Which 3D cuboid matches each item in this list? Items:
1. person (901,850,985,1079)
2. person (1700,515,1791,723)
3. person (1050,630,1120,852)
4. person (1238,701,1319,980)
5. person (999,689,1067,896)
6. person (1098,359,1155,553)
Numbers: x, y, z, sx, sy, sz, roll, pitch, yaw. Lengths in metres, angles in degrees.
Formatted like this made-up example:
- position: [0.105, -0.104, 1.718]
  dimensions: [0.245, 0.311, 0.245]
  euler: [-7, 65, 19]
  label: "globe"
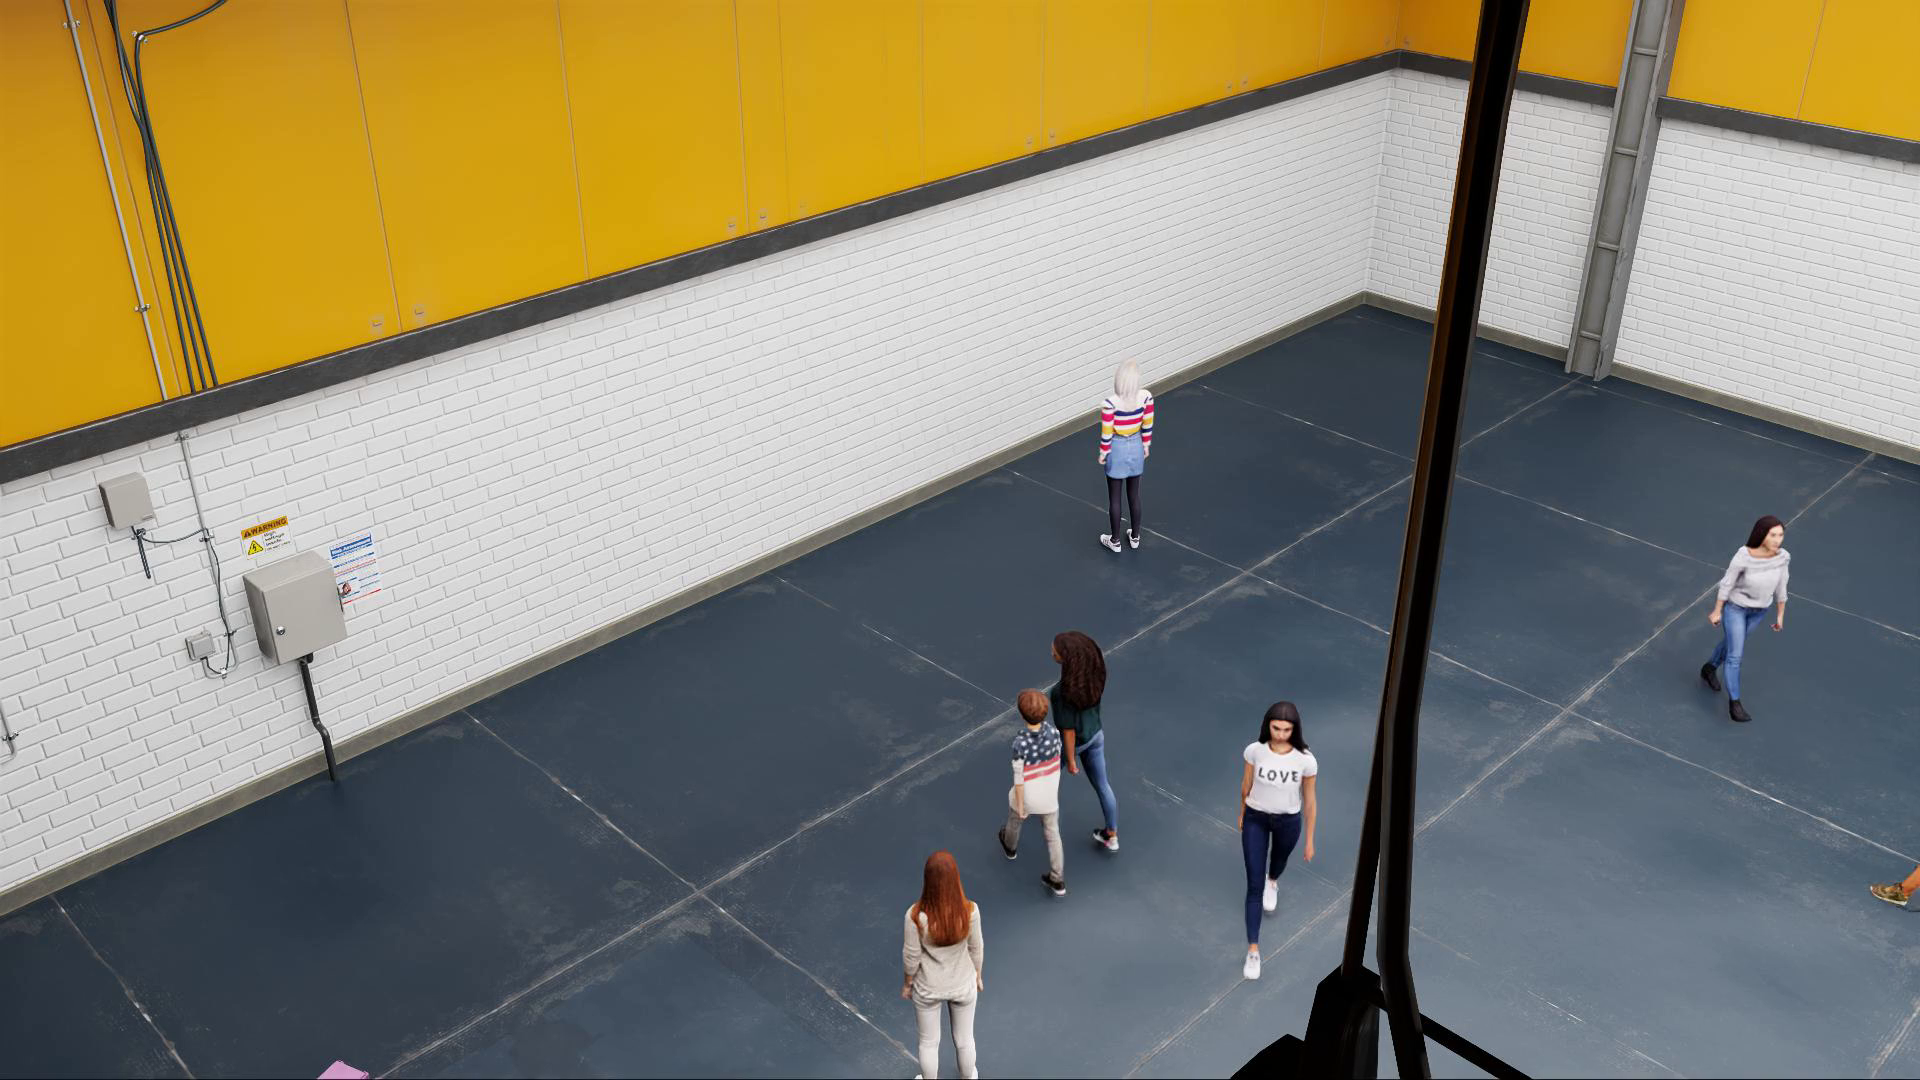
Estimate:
- position: [-0.083, 2.375, 8.909]
  dimensions: [0.698, 1.713, 0.734]
  euler: [-4, 29, -7]
  label: "person"
- position: [5.824, 0.511, 12.459]
  dimensions: [0.981, 1.585, 1.109]
  euler: [-4, 29, -7]
  label: "person"
- position: [0.838, 1.354, 10.937]
  dimensions: [0.602, 1.564, 1.091]
  euler: [-24, 37, -36]
  label: "person"
- position: [1.918, 1.698, 10.137]
  dimensions: [1.217, 1.724, 1.131]
  euler: [5, 29, 10]
  label: "person"
- position: [0.516, 1.621, 10.607]
  dimensions: [0.761, 1.410, 1.017]
  euler: [-11, 31, -20]
  label: "person"
- position: [1.444, -0.748, 14.535]
  dimensions: [0.725, 1.808, 0.688]
  euler: [-9, 30, -17]
  label: "person"
